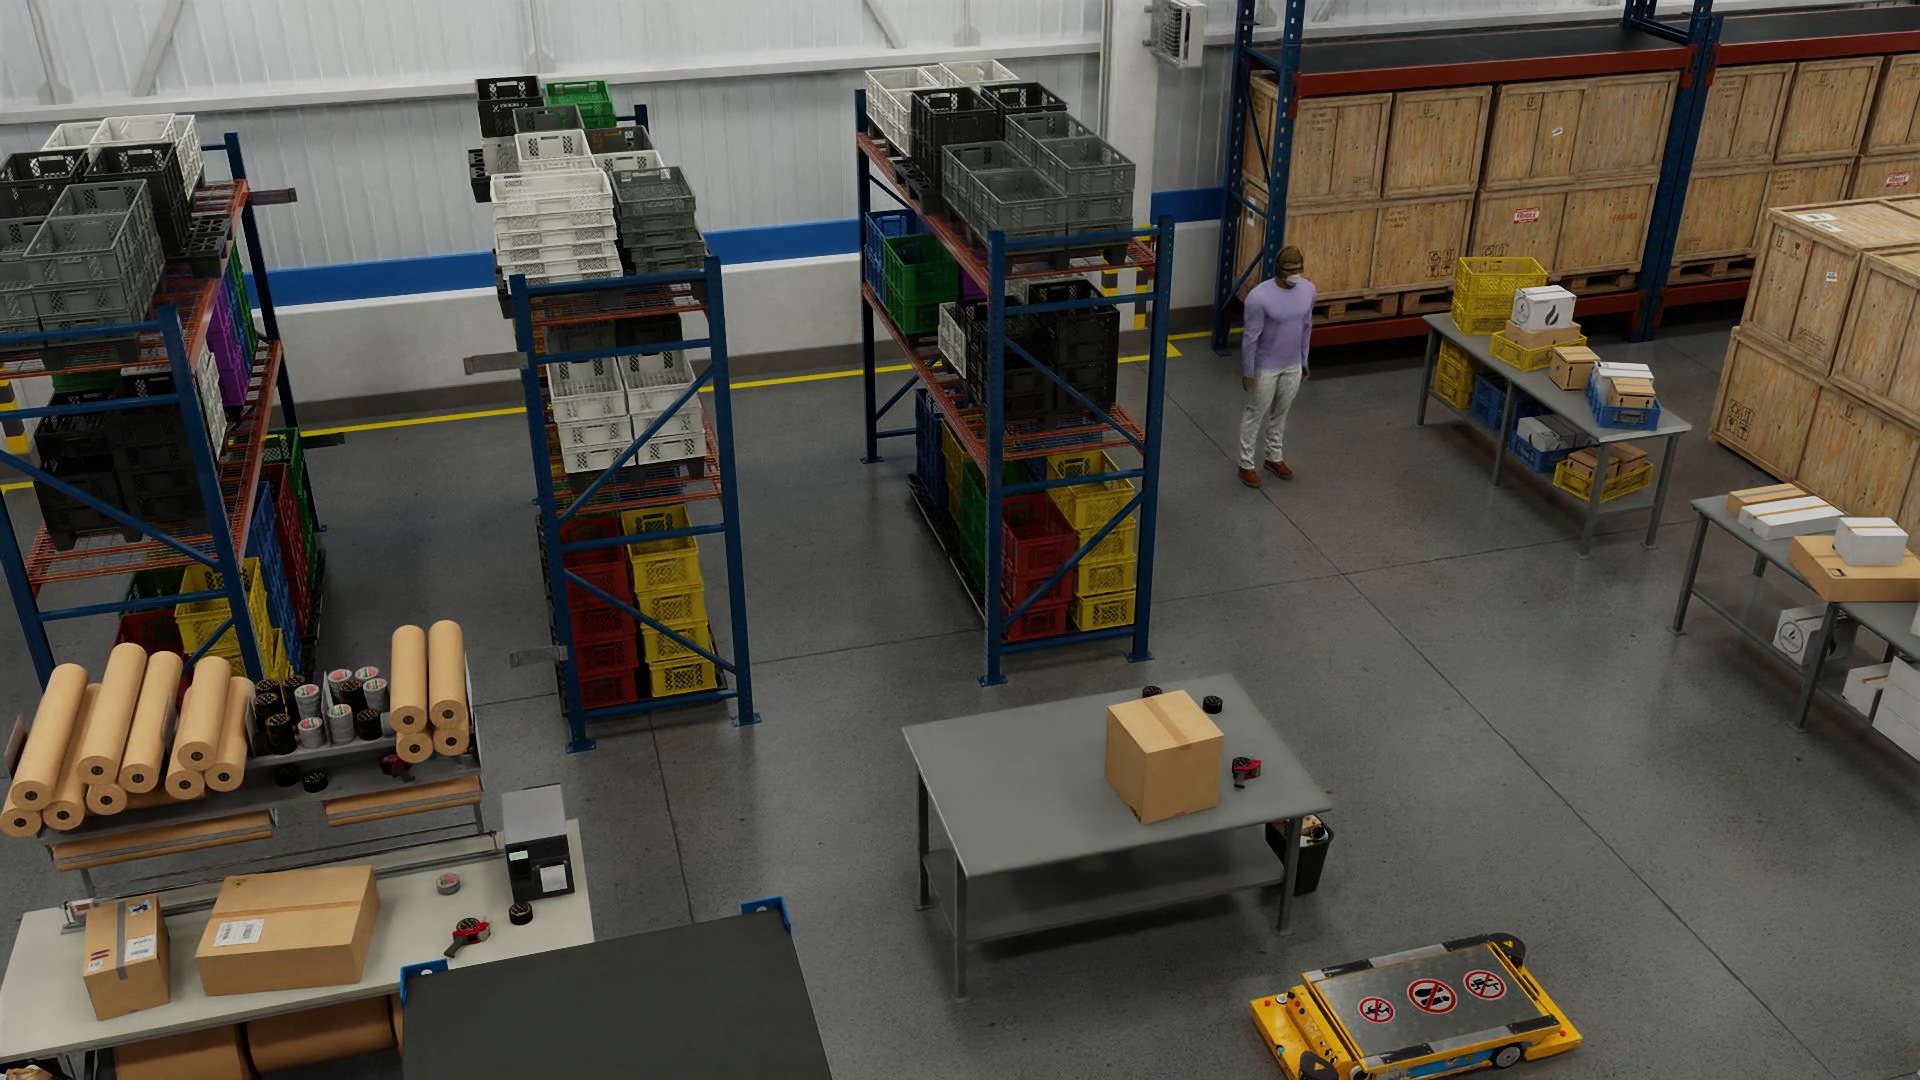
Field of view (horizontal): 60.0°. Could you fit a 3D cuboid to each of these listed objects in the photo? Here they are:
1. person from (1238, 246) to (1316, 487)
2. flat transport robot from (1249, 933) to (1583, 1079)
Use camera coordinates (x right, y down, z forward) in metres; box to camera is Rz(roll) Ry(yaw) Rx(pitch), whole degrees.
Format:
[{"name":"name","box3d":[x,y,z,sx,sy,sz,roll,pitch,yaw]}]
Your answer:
[{"name":"person","box3d":[2.446,-1.354,12.878,0.635,1.937,0.354,-14,32,-23]},{"name":"flat transport robot","box3d":[2.184,2.282,7.980,1.431,0.197,0.652,-8,30,-14]}]
